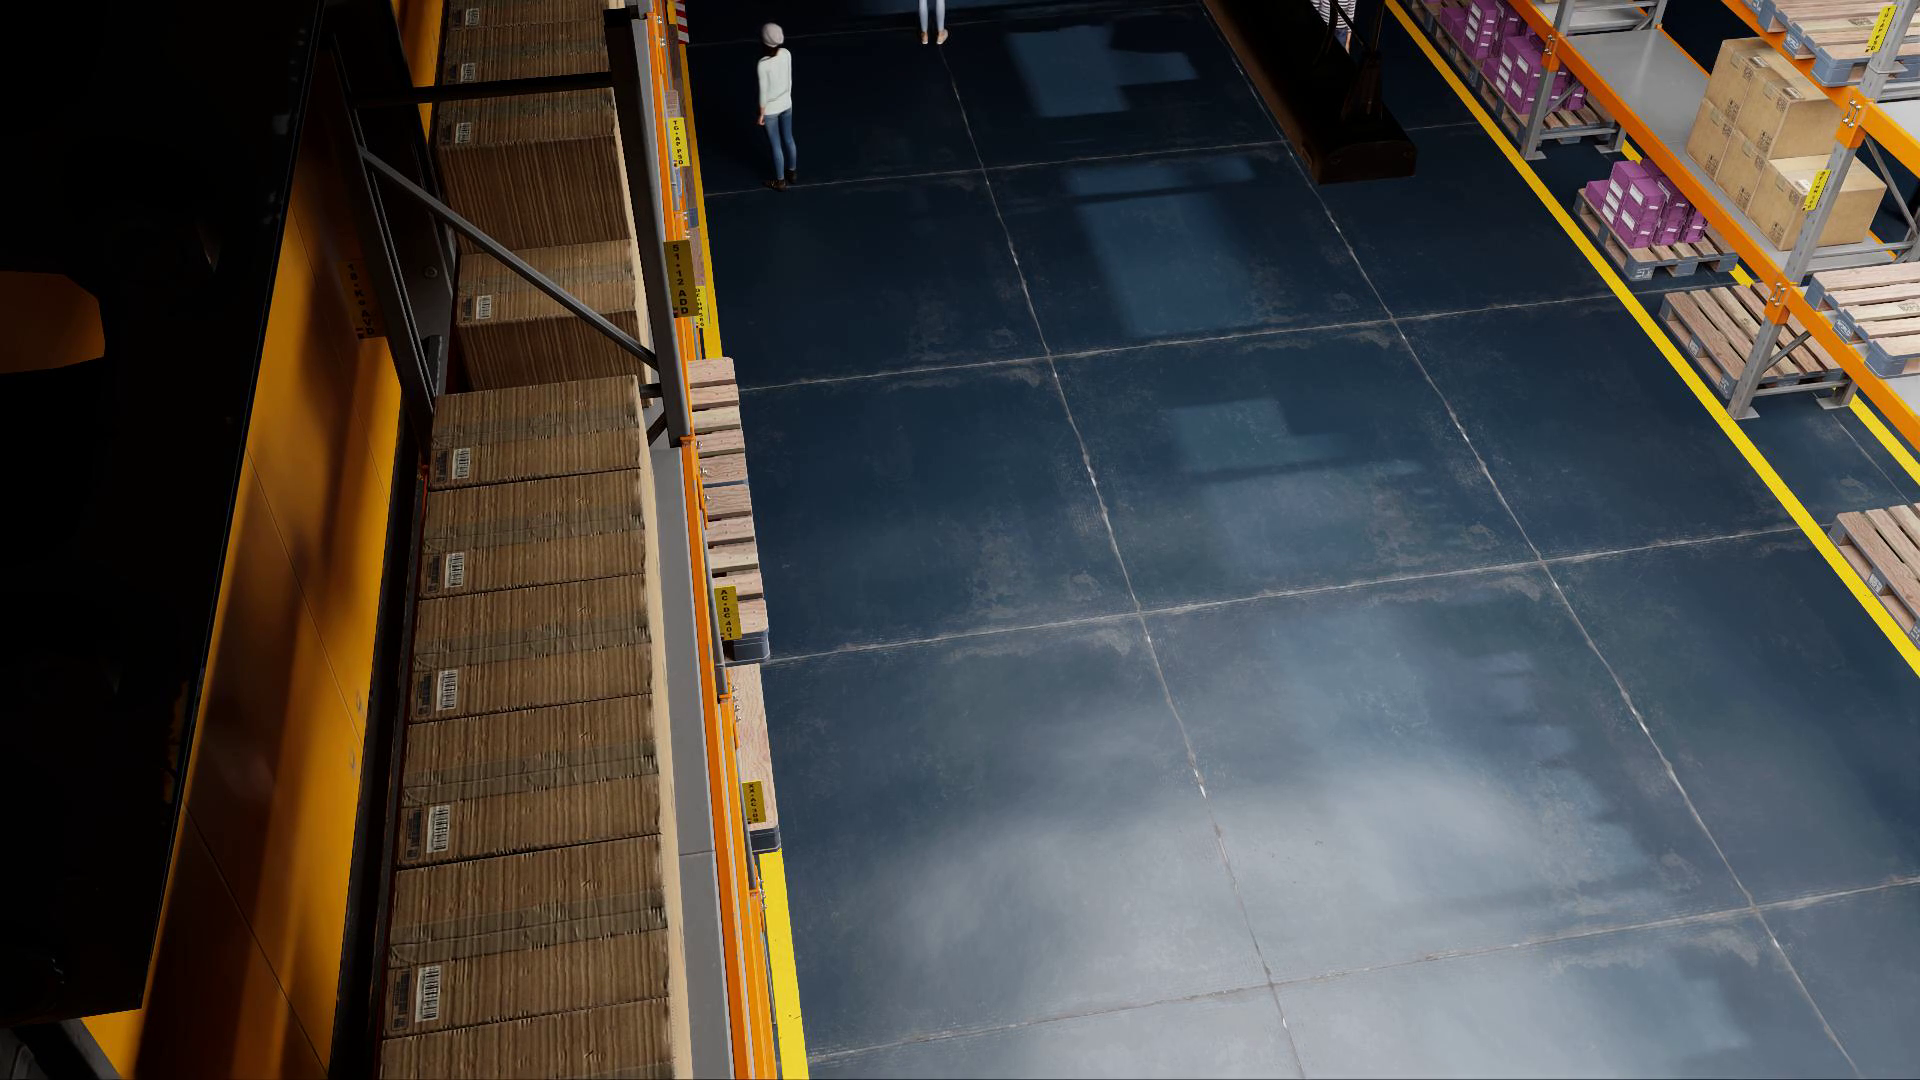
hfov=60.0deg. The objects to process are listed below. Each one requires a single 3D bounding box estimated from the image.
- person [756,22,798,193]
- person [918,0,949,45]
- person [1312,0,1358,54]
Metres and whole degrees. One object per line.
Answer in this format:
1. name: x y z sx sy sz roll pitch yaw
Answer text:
1. person: -1.680 -3.968 15.192 0.690 1.640 0.644 30 51 27
2. person: -0.316 -6.020 17.234 0.633 1.794 0.580 2 44 2
3. person: 3.530 -4.789 15.941 0.620 1.795 0.573 3 44 3
